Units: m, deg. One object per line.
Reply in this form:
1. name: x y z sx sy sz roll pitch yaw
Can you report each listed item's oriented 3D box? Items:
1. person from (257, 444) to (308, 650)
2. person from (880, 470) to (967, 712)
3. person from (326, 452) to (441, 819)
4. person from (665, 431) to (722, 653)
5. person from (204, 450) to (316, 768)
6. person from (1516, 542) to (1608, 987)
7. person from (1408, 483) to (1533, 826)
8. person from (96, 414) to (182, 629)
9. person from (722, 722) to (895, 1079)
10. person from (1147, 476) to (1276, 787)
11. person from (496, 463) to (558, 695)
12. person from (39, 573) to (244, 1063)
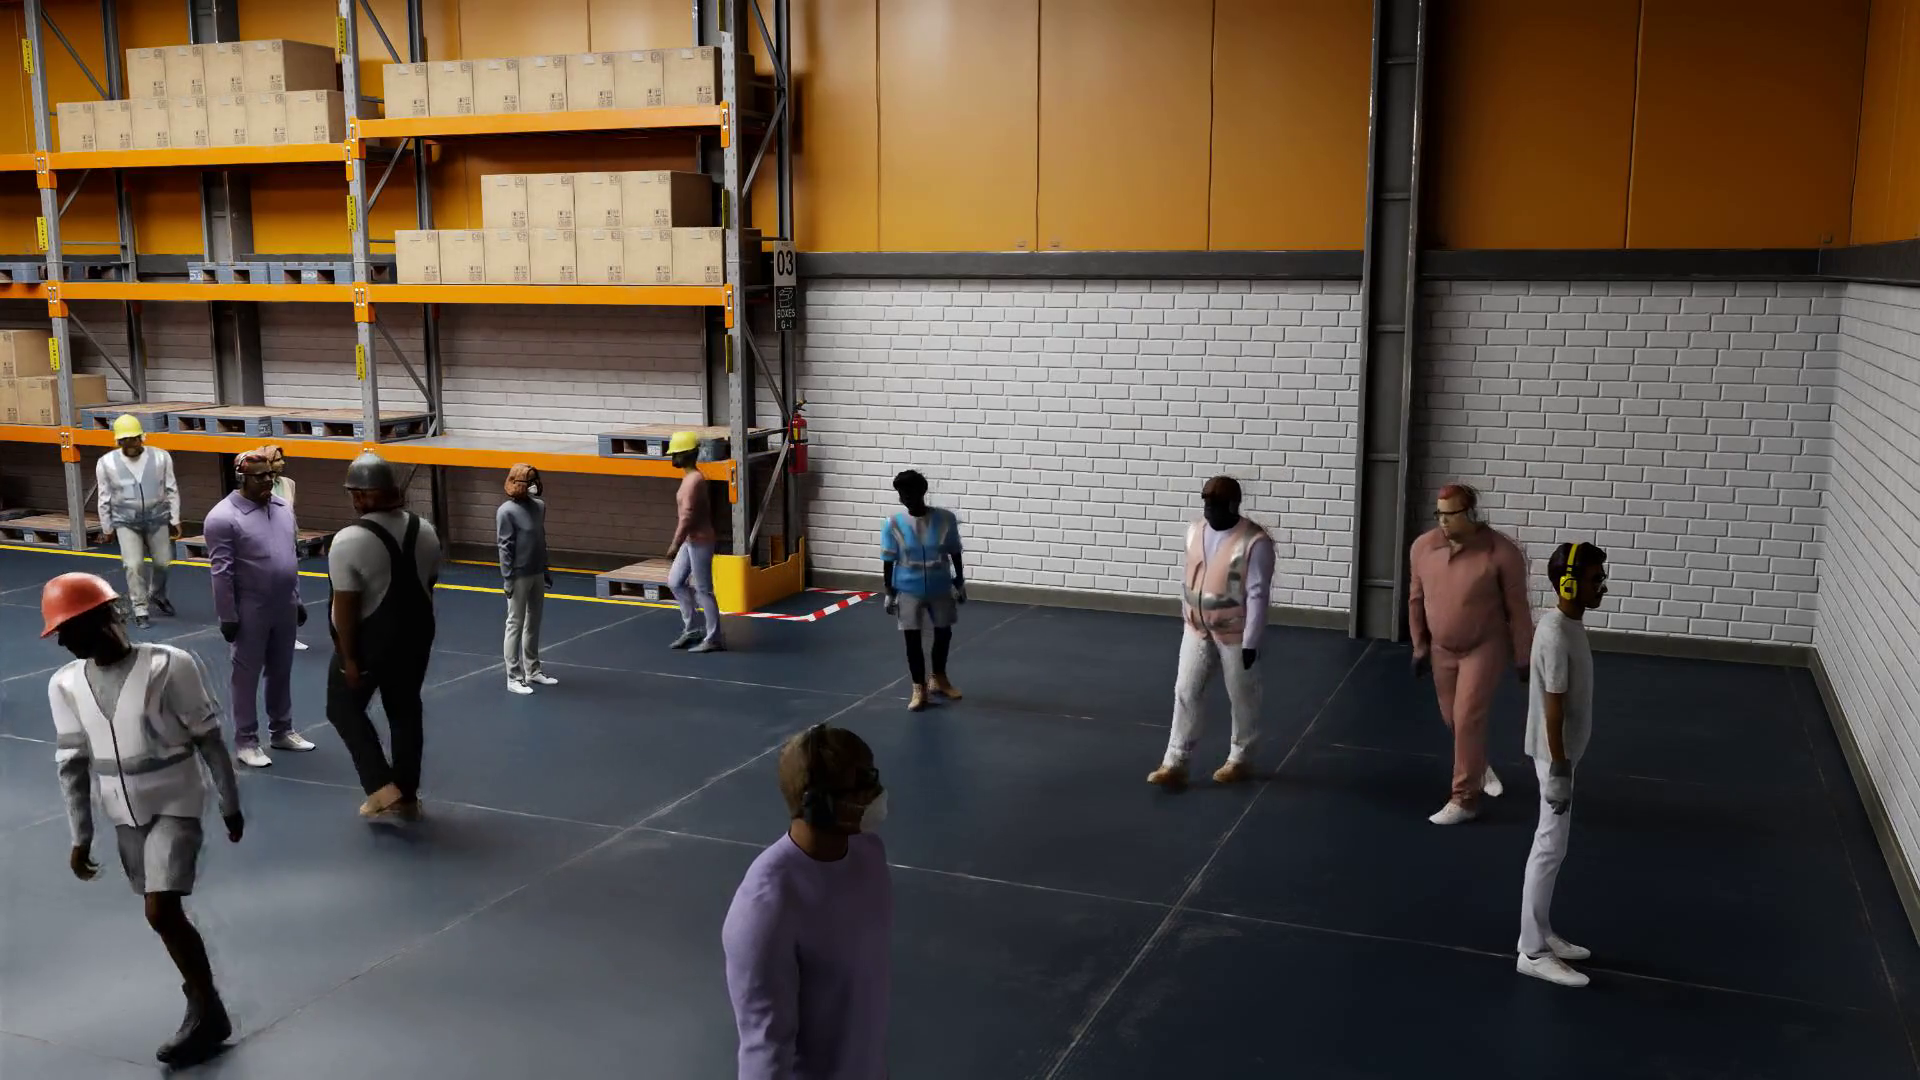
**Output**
1. person: -5.304 0.081 12.857 0.306 1.642 0.523 4 10 21
2. person: -0.253 0.327 11.312 0.595 1.659 0.530 -1 9 -8
3. person: -3.139 0.519 8.995 0.536 2.000 0.693 6 11 34
4. person: -2.098 0.030 12.869 0.538 1.741 0.520 -2 10 -14
5. person: -4.226 0.403 10.105 0.409 1.906 0.652 4 10 21
6. person: 2.558 0.927 7.039 0.315 1.870 0.532 4 10 21
7. person: 2.828 0.588 9.151 0.801 1.859 0.655 -8 12 -41
8. person: -6.861 -0.169 13.903 0.613 1.803 0.642 -6 11 -33
9. person: -0.327 1.386 4.048 0.359 1.939 0.635 4 10 21
10. person: 1.421 0.547 9.505 0.661 1.811 0.829 9 13 44
11. person: -3.070 0.262 11.781 0.273 1.632 0.507 4 10 21
12. person: -3.087 1.046 6.307 0.642 1.875 0.572 1 9 8
